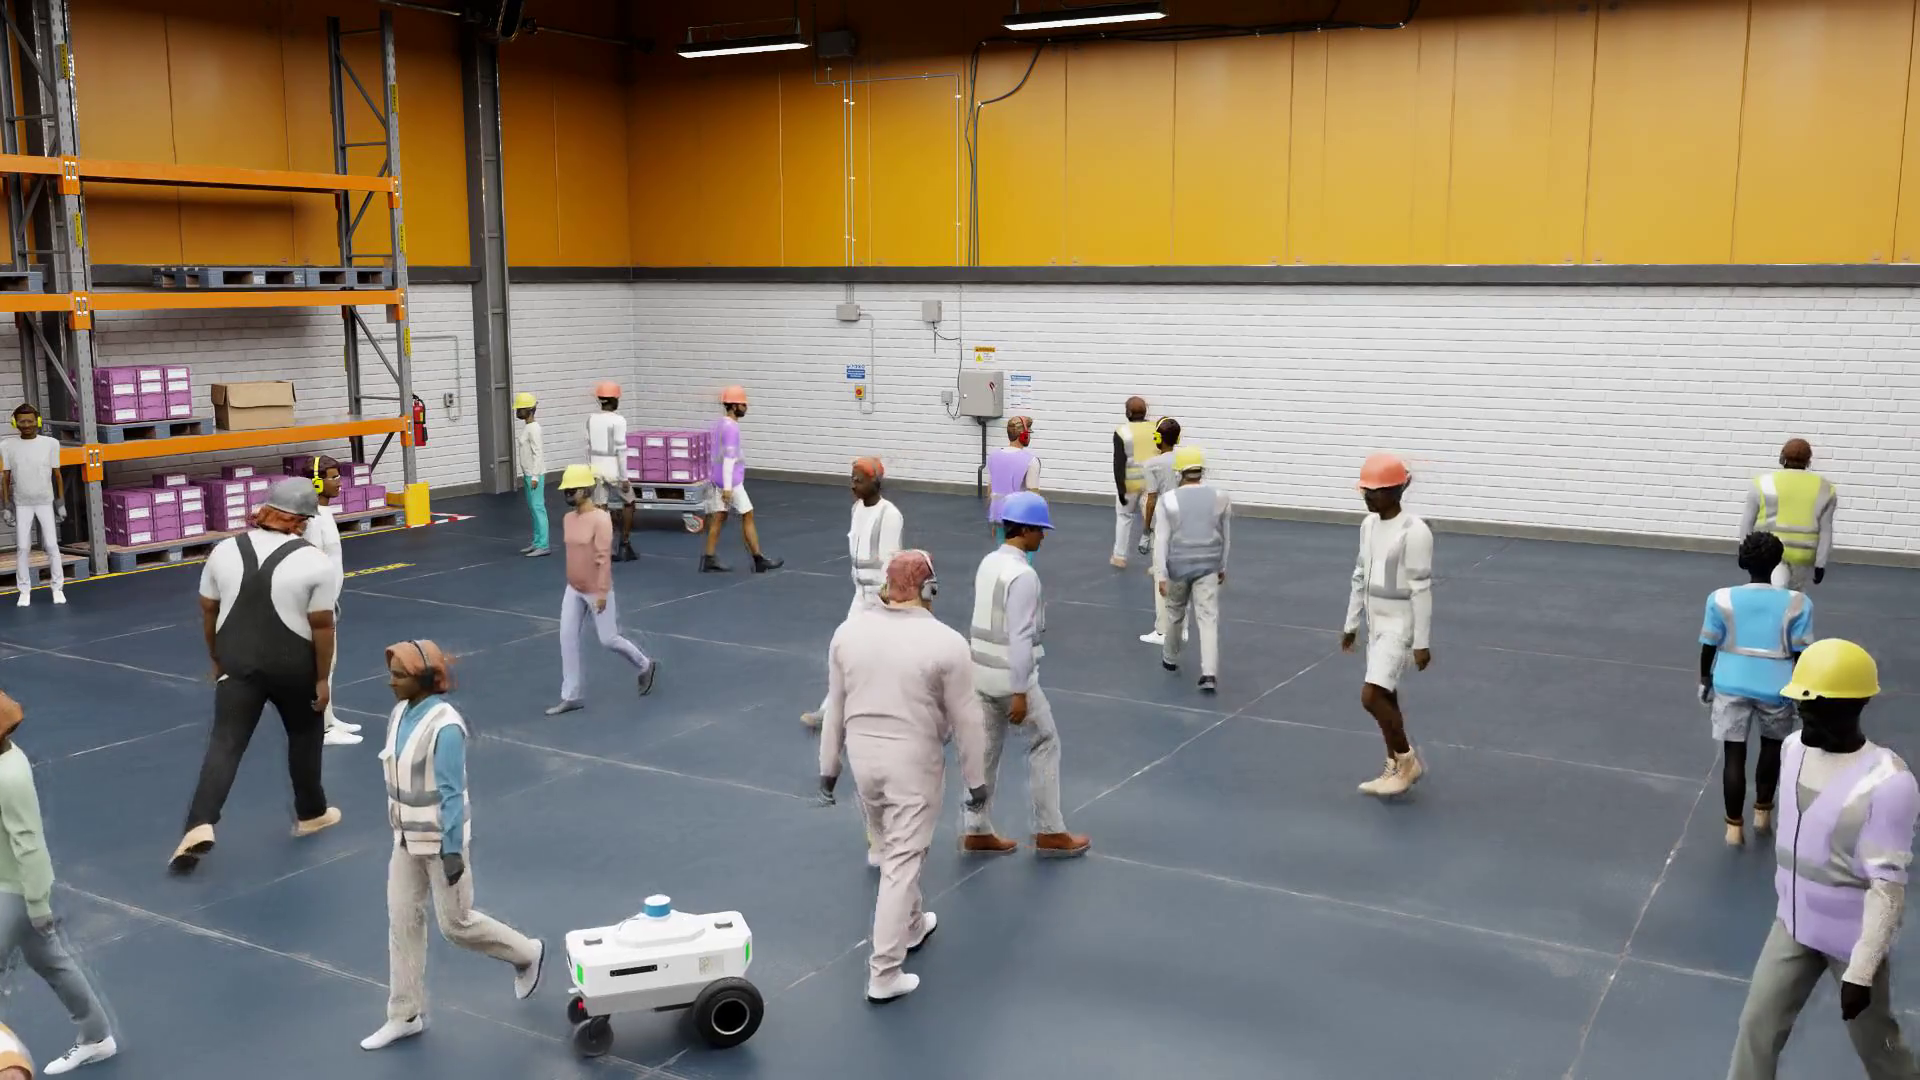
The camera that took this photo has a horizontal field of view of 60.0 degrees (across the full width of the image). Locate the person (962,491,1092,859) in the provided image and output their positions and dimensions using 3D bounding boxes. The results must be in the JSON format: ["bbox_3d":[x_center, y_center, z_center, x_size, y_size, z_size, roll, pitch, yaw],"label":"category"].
[{"bbox_3d":[0.344,0.702,8.625,0.783,1.907,0.647,-3,10,-20],"label":"person"}]

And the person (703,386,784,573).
[{"bbox_3d":[-2.206,-0.606,16.830,0.907,1.896,0.594,-3,10,-17],"label":"person"}]

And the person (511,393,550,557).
[{"bbox_3d":[-4.615,-0.698,17.841,0.329,1.765,0.533,-4,10,-23],"label":"person"}]

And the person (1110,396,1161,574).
[{"bbox_3d":[1.833,-0.559,16.889,0.621,1.803,0.957,-3,10,-17],"label":"person"}]

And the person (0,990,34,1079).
[{"bbox_3d":[-2.243,1.617,3.780,0.519,1.640,0.313,6,11,33],"label":"person"}]

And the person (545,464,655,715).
[{"bbox_3d":[-2.526,0.319,11.591,0.519,1.733,0.792,7,11,36],"label":"person"}]

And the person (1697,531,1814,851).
[{"bbox_3d":[4.215,0.779,8.848,0.547,1.672,0.651,4,10,25],"label":"person"}]

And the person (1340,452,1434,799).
[{"bbox_3d":[2.439,0.505,9.527,0.479,2.020,0.617,-2,9,-12],"label":"person"}]

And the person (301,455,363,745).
[{"bbox_3d":[-4.083,0.386,10.746,0.329,1.872,0.508,-3,10,-20],"label":"person"}]

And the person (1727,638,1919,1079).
[{"bbox_3d":[2.829,1.240,5.398,0.986,1.877,0.604,-2,9,-11],"label":"person"}]

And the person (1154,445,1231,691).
[{"bbox_3d":[1.708,0.201,12.244,0.583,1.785,0.956,-1,9,-5],"label":"person"}]

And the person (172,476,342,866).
[{"bbox_3d":[-3.642,0.634,8.661,0.723,2.000,0.950,0,9,2],"label":"person"}]

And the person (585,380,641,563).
[{"bbox_3d":[-3.609,-0.709,17.414,0.567,1.918,0.652,5,10,29],"label":"person"}]

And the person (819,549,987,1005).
[{"bbox_3d":[-0.208,0.965,7.146,0.685,1.857,0.930,5,10,27],"label":"person"}]

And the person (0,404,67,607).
[{"bbox_3d":[-8.463,-0.319,15.198,0.505,1.860,0.320,-4,10,-25],"label":"person"}]

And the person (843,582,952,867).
[{"bbox_3d":[-0.300,0.911,8.301,0.560,1.599,0.637,2,9,15],"label":"person"}]

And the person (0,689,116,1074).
[{"bbox_3d":[-3.517,1.279,6.049,0.796,1.587,0.505,-7,12,-38],"label":"person"}]

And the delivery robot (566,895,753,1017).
[{"bbox_3d":[-1.196,1.658,6.607,0.707,0.478,0.477,-3,10,-19],"label":"delivery robot"}]

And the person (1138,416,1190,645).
[{"bbox_3d":[1.681,-0.074,13.616,0.521,1.873,0.336,-5,11,-30],"label":"person"}]

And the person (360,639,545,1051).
[{"bbox_3d":[-2.046,1.171,6.611,0.519,1.618,0.698,9,12,43],"label":"person"}]

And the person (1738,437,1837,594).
[{"bbox_3d":[6.298,0.117,12.672,0.616,1.801,0.957,2,9,10],"label":"person"}]

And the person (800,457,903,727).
[{"bbox_3d":[-0.554,0.351,11.122,1.022,1.827,0.584,-6,11,-33],"label":"person"}]

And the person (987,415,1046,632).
[{"bbox_3d":[0.454,-0.125,14.008,0.373,1.843,0.569,-9,13,-43],"label":"person"}]
